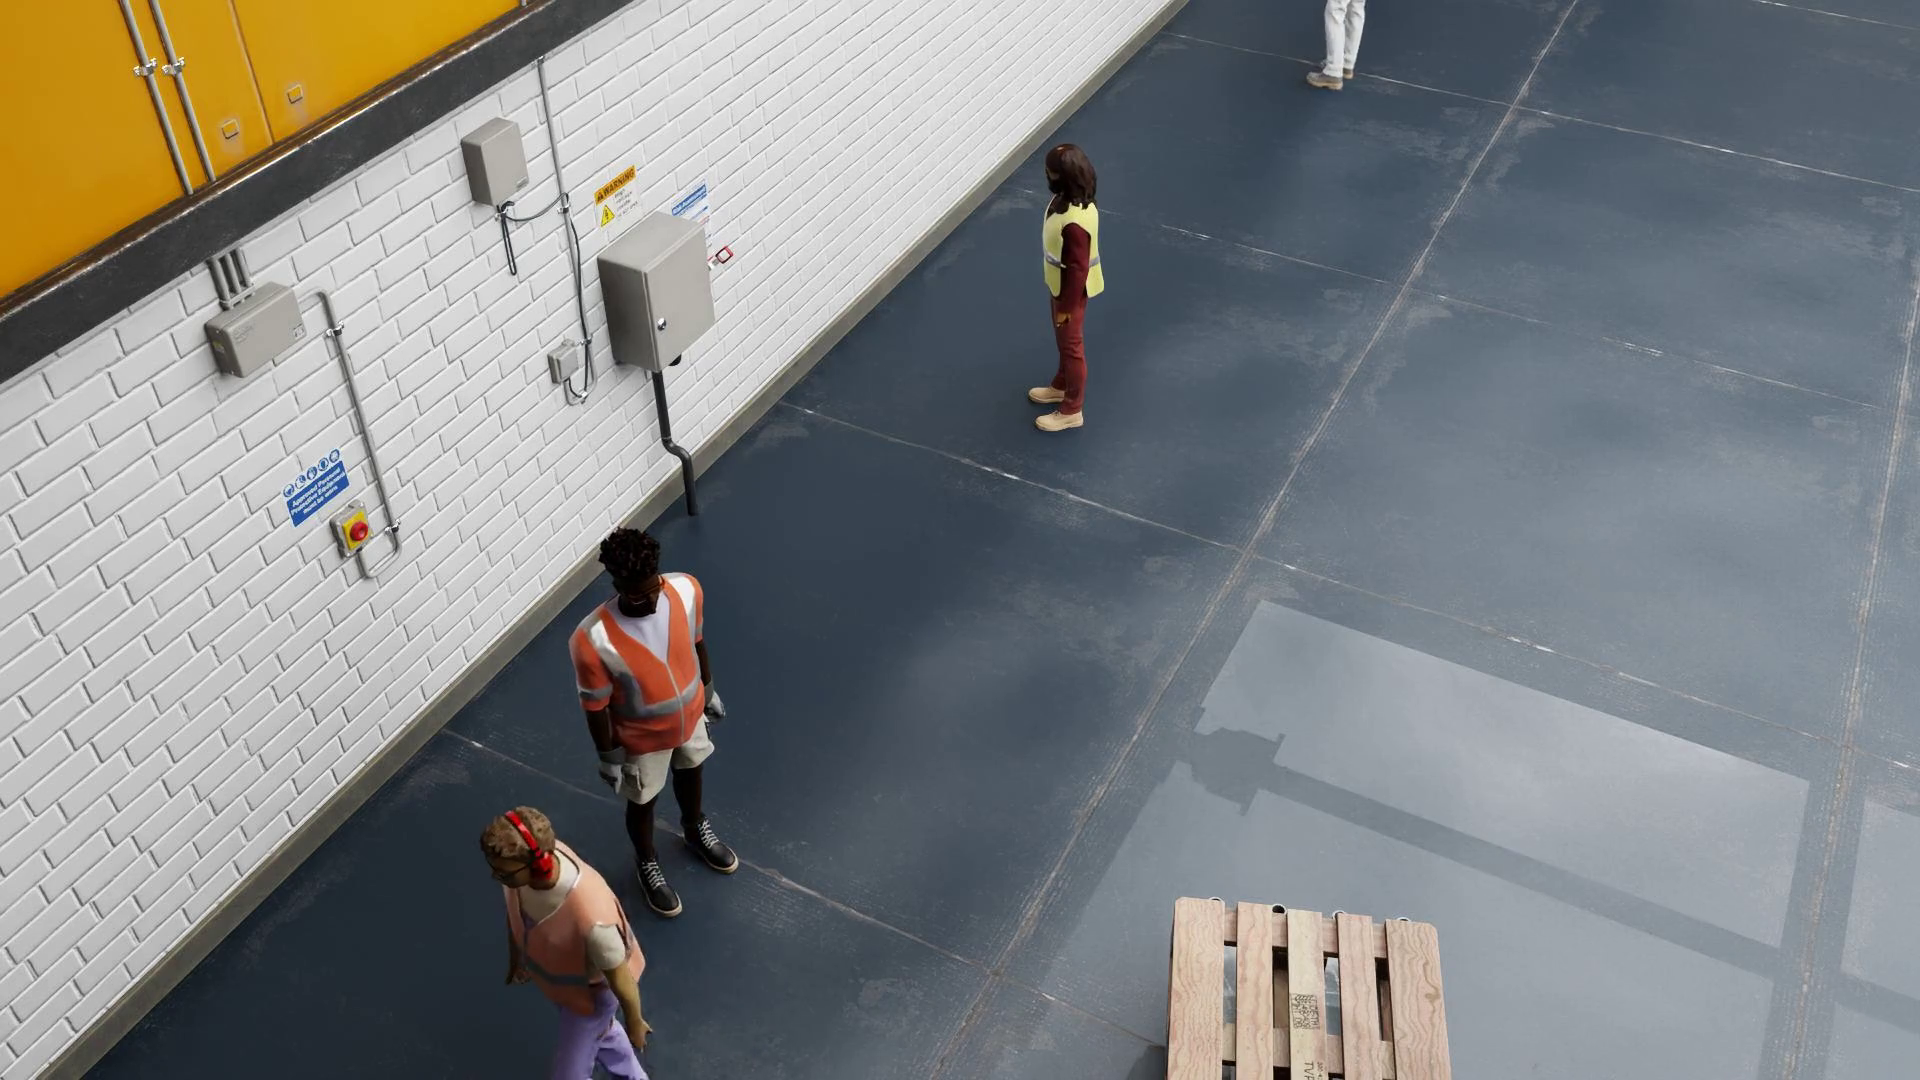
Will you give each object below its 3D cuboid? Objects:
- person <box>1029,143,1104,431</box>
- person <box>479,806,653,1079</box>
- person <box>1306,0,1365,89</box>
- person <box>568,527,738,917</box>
[{"bbox_3d":[0.610,-1.414,9.324,0.376,1.775,0.466,-2,41,-3],"label":"person"},{"bbox_3d":[-1.391,1.588,5.801,0.589,1.822,0.610,-32,50,-32],"label":"person"},{"bbox_3d":[2.996,-4.395,12.708,0.385,1.882,0.590,29,48,29],"label":"person"},{"bbox_3d":[-1.215,0.722,6.702,0.361,1.964,0.612,32,50,32],"label":"person"}]
